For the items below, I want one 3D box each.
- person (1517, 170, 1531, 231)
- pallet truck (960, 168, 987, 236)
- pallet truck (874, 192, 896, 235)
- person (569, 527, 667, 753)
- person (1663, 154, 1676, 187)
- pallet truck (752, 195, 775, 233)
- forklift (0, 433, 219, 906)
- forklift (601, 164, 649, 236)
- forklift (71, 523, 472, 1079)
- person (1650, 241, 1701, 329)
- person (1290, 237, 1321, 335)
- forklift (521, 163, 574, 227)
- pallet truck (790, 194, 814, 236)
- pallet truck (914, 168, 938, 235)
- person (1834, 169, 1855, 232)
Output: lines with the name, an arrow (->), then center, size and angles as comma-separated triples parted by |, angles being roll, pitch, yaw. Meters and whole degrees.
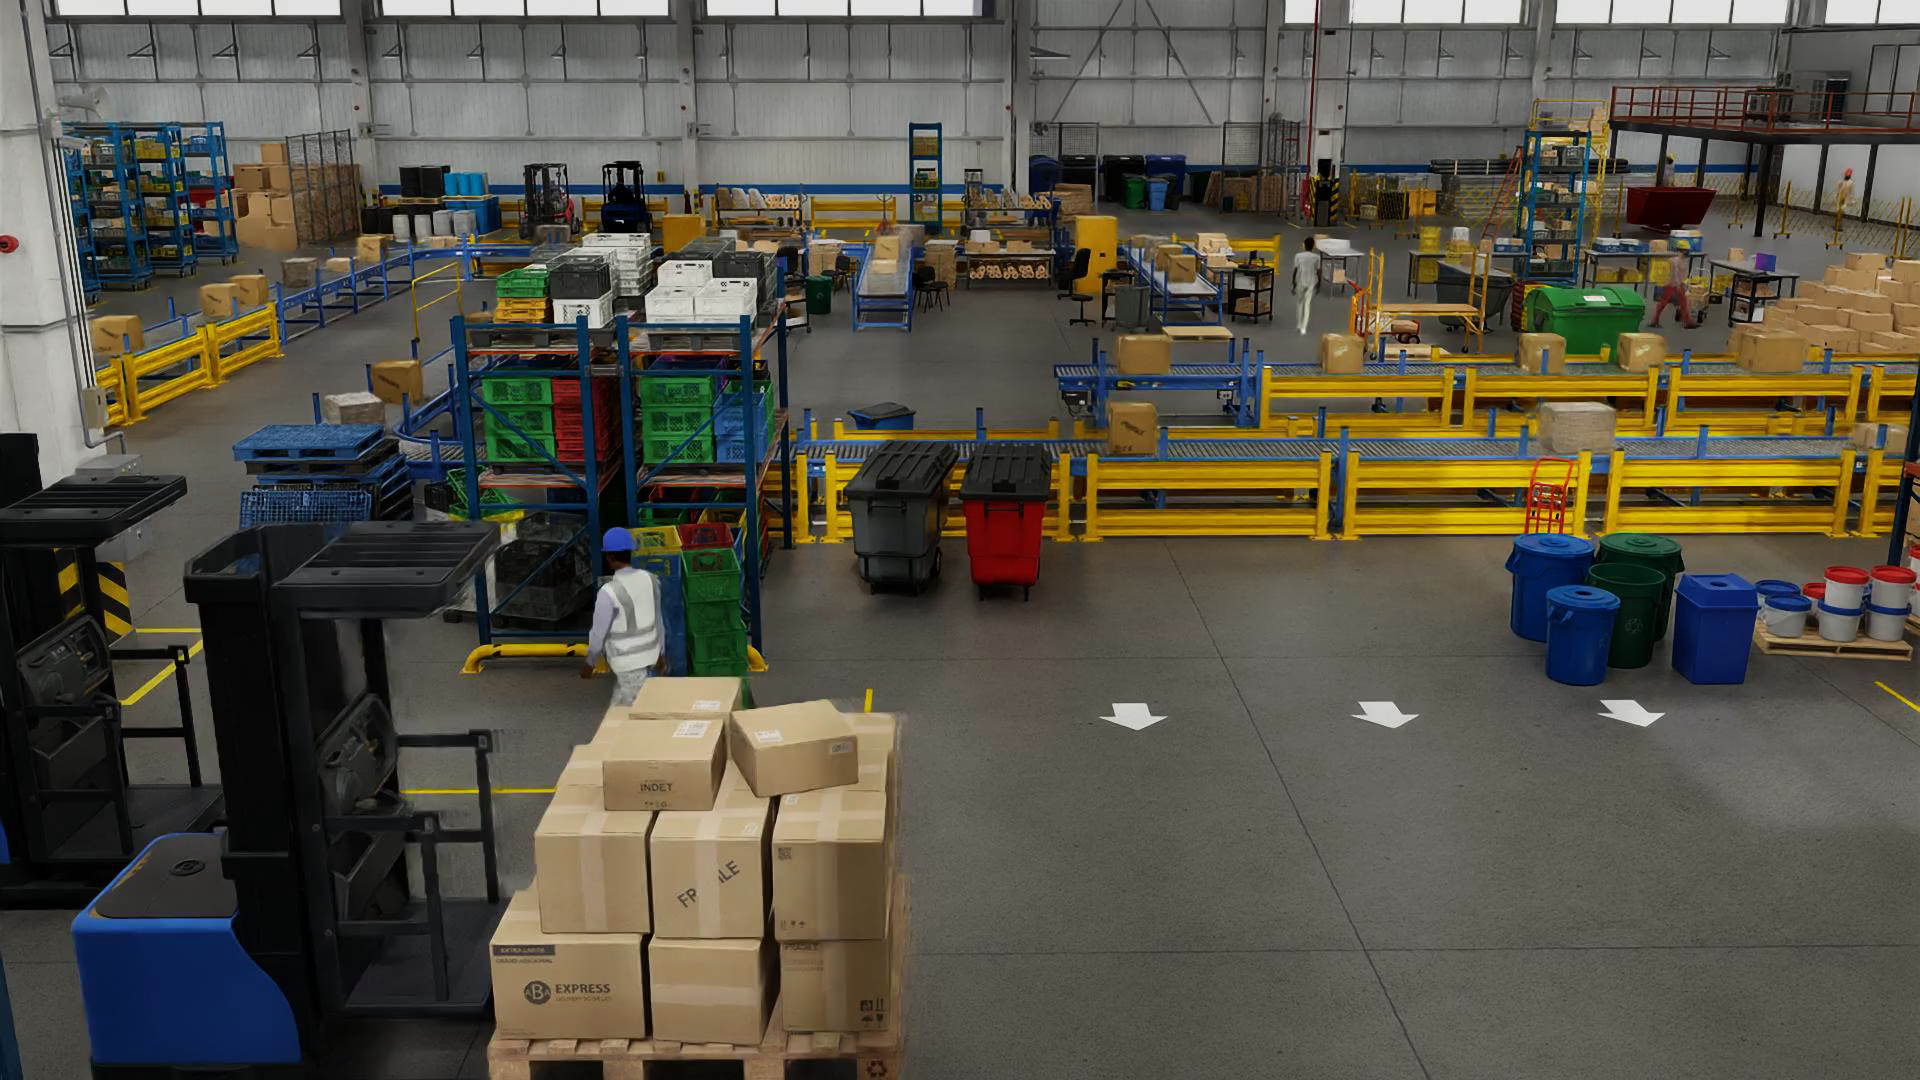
person -> 17.372, -10.407, 51.029 | 0.574, 1.883, 0.355 | 0, 16, -1
pallet truck -> 0.383, -10.230, 50.206 | 0.823, 1.965, 1.885 | -1, 16, -3
pallet truck -> -2.277, -9.986, 50.594 | 0.653, 1.274, 1.630 | 0, 16, -1
person -> -2.424, 0.837, 11.935 | 1.010, 1.878, 0.593 | 6, 17, 20
person -> 25.312, -12.811, 59.356 | 0.610, 1.885, 0.902 | -8, 18, -25
pallet truck -> -6.051, -9.967, 50.660 | 0.680, 1.201, 1.601 | 0, 16, -1
forklift -> -5.952, 0.780, 10.366 | 1.873, 2.768, 1.129 | 0, 16, -1
forklift -> -9.948, -10.127, 49.296 | 1.157, 1.987, 2.680 | -1, 16, -3
forklift -> -3.369, 1.363, 8.339 | 1.873, 2.768, 1.129 | 0, 16, -1
person -> 13.964, -4.954, 32.358 | 0.520, 1.720, 0.922 | -15, 22, -42
person -> 6.665, -4.903, 31.984 | 0.559, 1.825, 0.944 | 4, 17, 15
forklift -> -12.233, -10.122, 49.298 | 1.157, 1.987, 2.680 | 0, 16, -1
pallet truck -> -4.814, -9.883, 50.259 | 0.704, 1.261, 1.522 | -1, 16, -3
pallet truck -> -0.989, -10.316, 50.507 | 0.823, 1.965, 1.885 | 1, 16, 3
person -> 27.153, -10.392, 50.932 | 0.546, 1.914, 0.722 | -5, 17, -16
